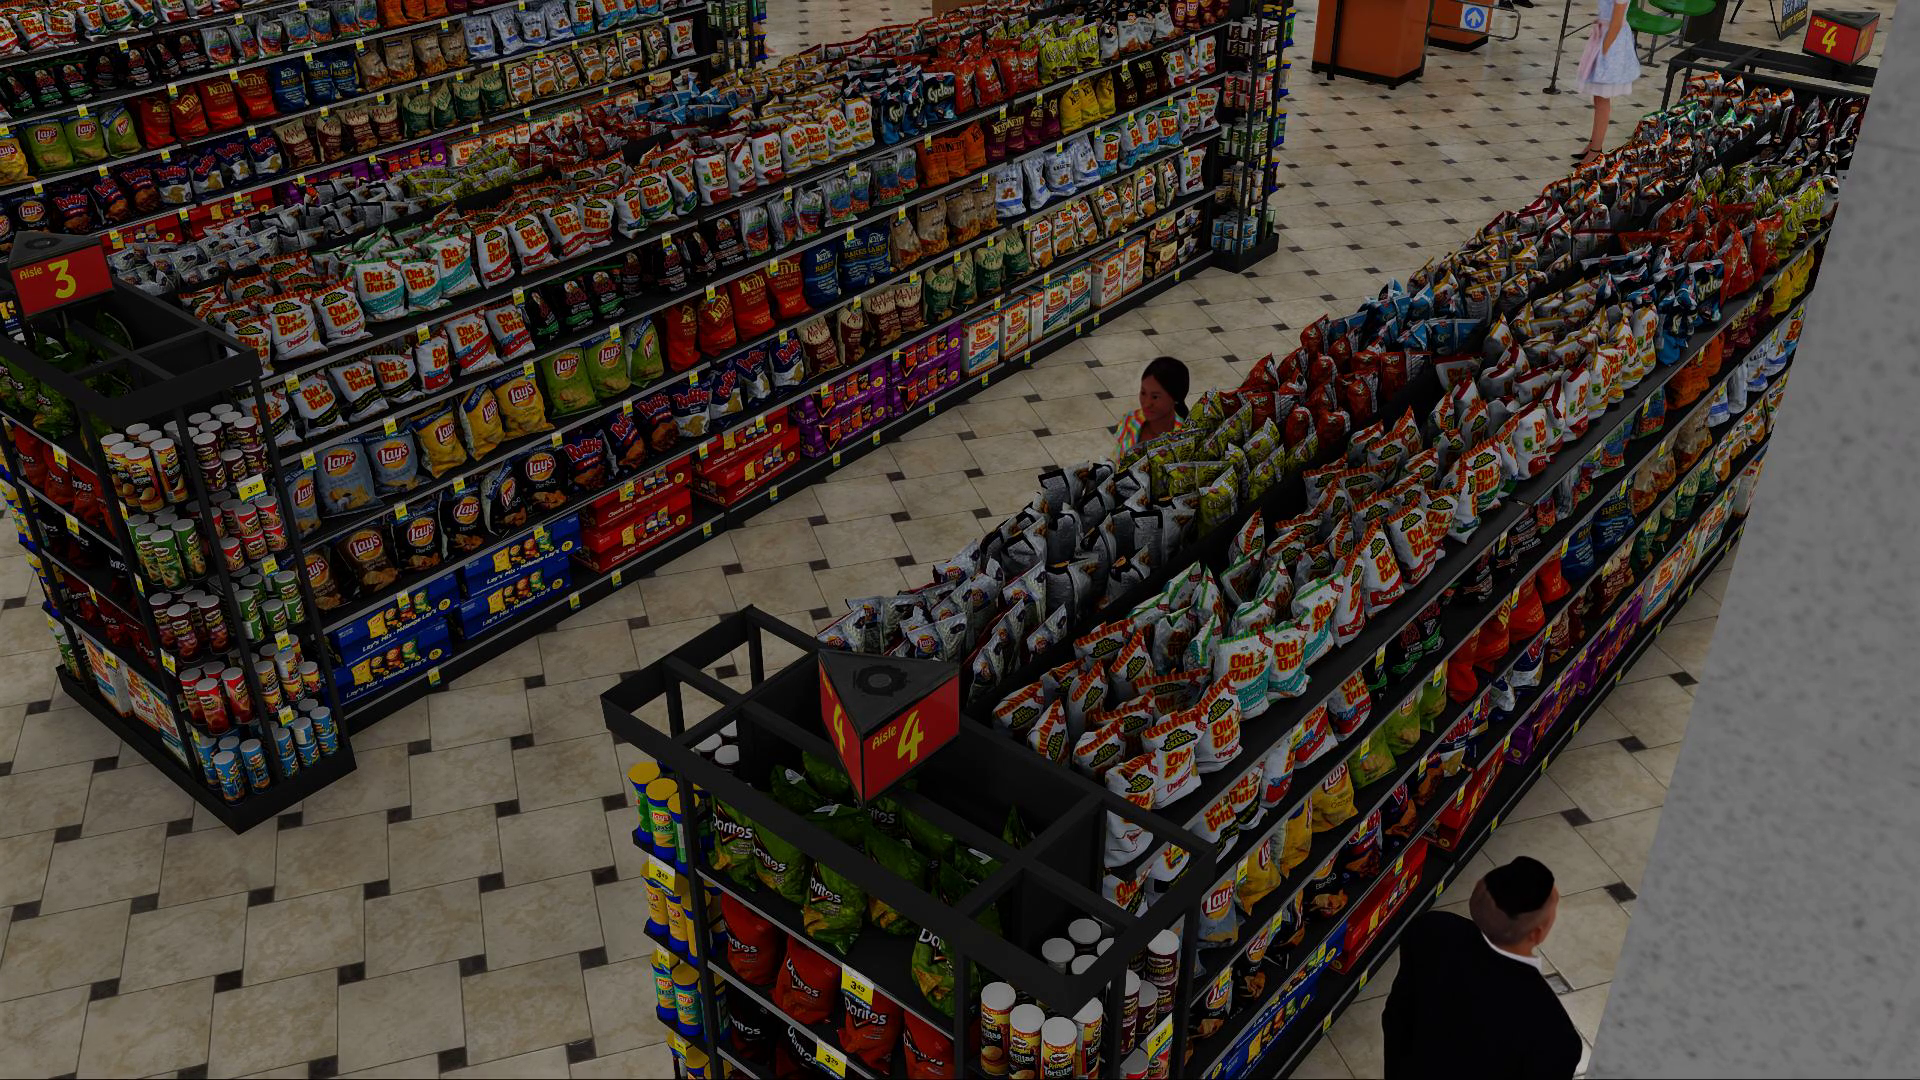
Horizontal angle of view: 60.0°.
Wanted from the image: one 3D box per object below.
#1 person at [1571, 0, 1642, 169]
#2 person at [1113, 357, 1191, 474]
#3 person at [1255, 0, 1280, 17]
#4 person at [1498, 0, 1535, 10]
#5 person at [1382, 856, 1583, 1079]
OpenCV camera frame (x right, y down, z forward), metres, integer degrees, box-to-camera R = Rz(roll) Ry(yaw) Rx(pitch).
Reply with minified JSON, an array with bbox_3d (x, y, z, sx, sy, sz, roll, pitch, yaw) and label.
[{"bbox_3d":[5.161,-3.870,13.241,0.860,1.819,0.773,11,34,17],"label":"person"},{"bbox_3d":[0.795,0.050,6.966,0.624,1.792,0.563,19,37,27],"label":"person"},{"bbox_3d":[2.852,-5.140,15.409,0.725,1.685,0.573,13,34,20],"label":"person"},{"bbox_3d":[6.019,-6.587,17.606,0.681,1.820,0.810,-11,34,-17],"label":"person"},{"bbox_3d":[1.317,1.548,4.409,0.689,1.949,0.765,-20,37,-29],"label":"person"}]
